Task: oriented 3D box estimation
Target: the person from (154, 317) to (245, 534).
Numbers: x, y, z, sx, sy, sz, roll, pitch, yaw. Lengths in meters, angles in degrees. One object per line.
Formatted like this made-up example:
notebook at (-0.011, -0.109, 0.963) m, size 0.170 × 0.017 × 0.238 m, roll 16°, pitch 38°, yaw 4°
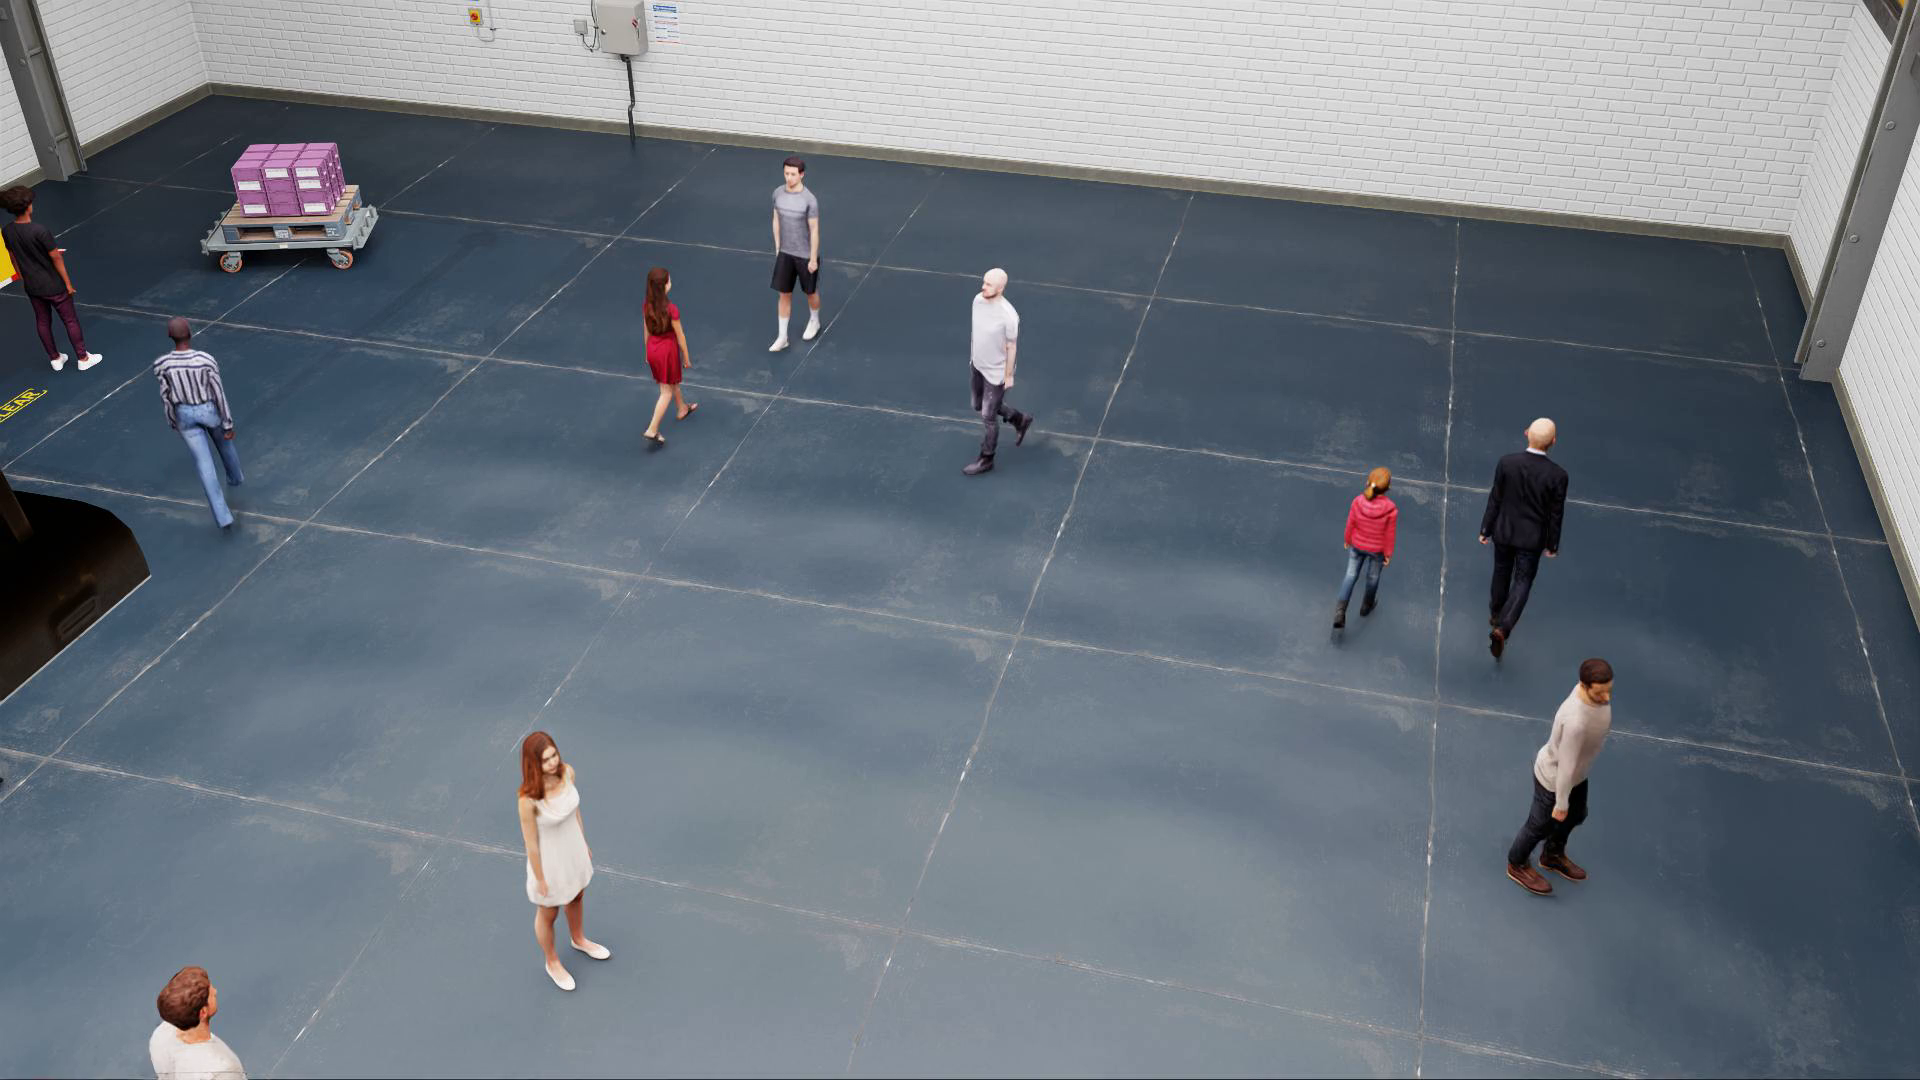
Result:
person at (-5.929, -0.849, 13.011) m, size 1.067 × 1.750 × 1.257 m, roll -11°, pitch 35°, yaw -15°

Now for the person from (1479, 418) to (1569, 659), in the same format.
person at (3.925, -0.009, 11.719) m, size 0.867 × 1.780 × 1.155 m, roll 17°, pitch 37°, yaw 24°

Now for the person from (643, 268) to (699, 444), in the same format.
person at (-2.575, -1.570, 14.298) m, size 0.704 × 1.526 × 1.104 m, roll 17°, pitch 37°, yaw 23°

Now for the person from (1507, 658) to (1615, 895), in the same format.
person at (3.461, 1.333, 9.655) m, size 0.882 × 1.831 × 0.753 m, roll 15°, pitch 36°, yaw 21°

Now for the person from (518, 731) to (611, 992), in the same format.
person at (-2.221, 1.731, 9.165) m, size 0.687 × 1.711 × 0.576 m, roll 22°, pitch 39°, yaw 29°

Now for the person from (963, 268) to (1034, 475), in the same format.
person at (0.338, -1.440, 13.837) m, size 1.104 × 1.819 × 1.035 m, roll -19°, pitch 38°, yaw -27°

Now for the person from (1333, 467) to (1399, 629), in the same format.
person at (2.925, 0.083, 12.016) m, size 0.649 × 1.299 × 0.897 m, roll 17°, pitch 37°, yaw 23°

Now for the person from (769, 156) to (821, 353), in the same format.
person at (-1.485, -2.756, 15.791) m, size 0.782 × 1.849 × 1.046 m, roll 15°, pitch 36°, yaw 21°

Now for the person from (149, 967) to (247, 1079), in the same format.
person at (-3.397, 2.741, 7.496) m, size 0.899 × 1.876 × 1.003 m, roll 24°, pitch 40°, yaw 31°

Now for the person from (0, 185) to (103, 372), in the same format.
person at (-8.441, -2.400, 15.316) m, size 0.680 × 1.780 × 0.645 m, roll 1°, pitch 34°, yaw 1°
